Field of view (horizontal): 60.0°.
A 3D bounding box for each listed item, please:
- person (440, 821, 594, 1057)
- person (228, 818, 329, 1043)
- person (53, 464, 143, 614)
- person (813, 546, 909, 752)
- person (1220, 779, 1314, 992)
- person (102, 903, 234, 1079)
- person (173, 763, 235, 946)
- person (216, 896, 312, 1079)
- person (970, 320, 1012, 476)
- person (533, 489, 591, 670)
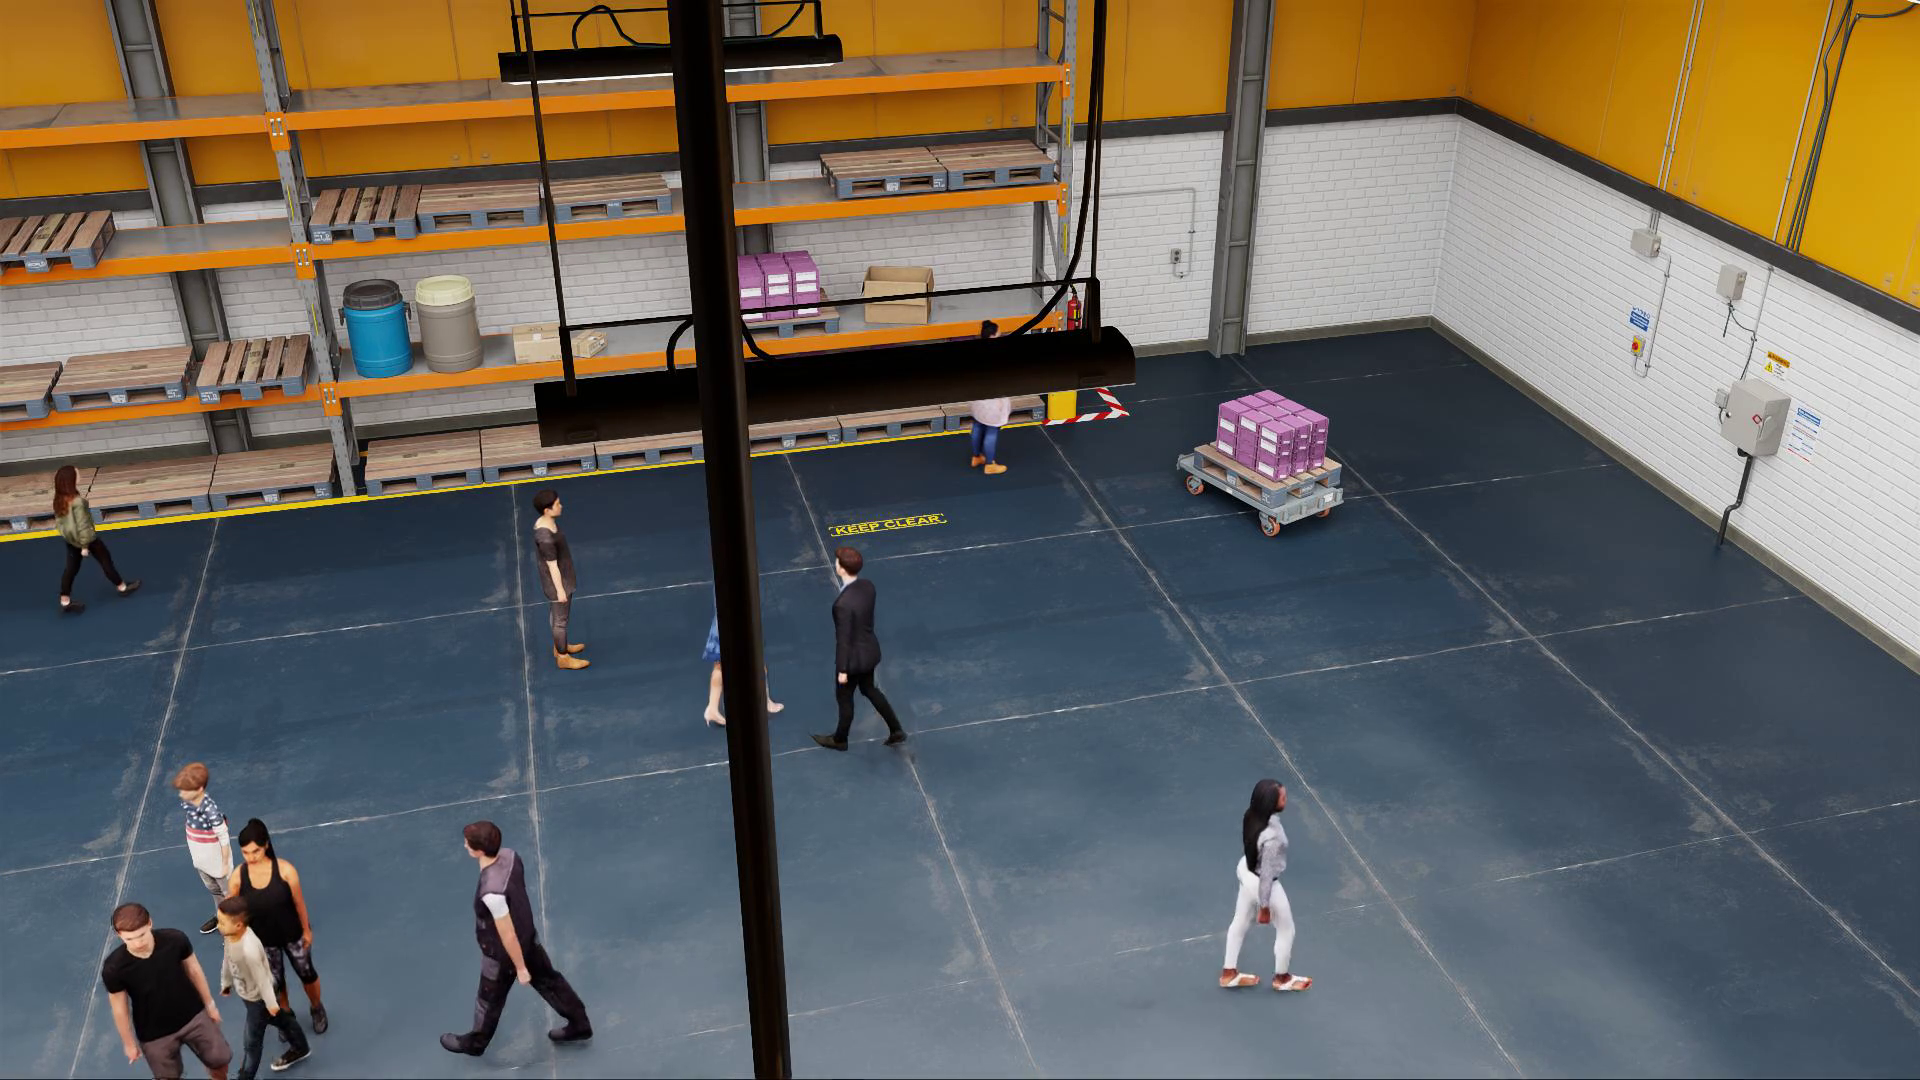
[{"bbox_3d":[-2.720,2.544,10.453,1.258,1.795,0.919,0,29,0],"label":"person"},{"bbox_3d":[-4.376,2.493,10.684,0.447,1.662,0.646,-8,30,-15],"label":"person"},{"bbox_3d":[-8.243,0.019,15.447,0.959,1.444,1.048,18,33,29],"label":"person"},{"bbox_3d":[-0.775,0.921,13.335,1.164,1.883,1.073,12,31,22],"label":"person"},{"bbox_3d":[1.898,2.301,10.986,0.875,1.710,0.688,-3,29,-6],"label":"person"},{"bbox_3d":[-4.695,2.828,9.873,0.719,1.850,0.878,-22,36,-35],"label":"person"},{"bbox_3d":[-5.196,2.153,11.537,0.582,1.443,0.637,17,33,28],"label":"person"},{"bbox_3d":[-4.317,2.787,10.379,0.982,1.437,0.802,-24,36,-36],"label":"person"},{"bbox_3d":[0.298,-1.567,18.044,0.735,1.743,0.763,-18,33,-29],"label":"person"},{"bbox_3d":[-3.550,0.330,14.592,0.558,1.717,0.623,-9,30,-16],"label":"person"}]
